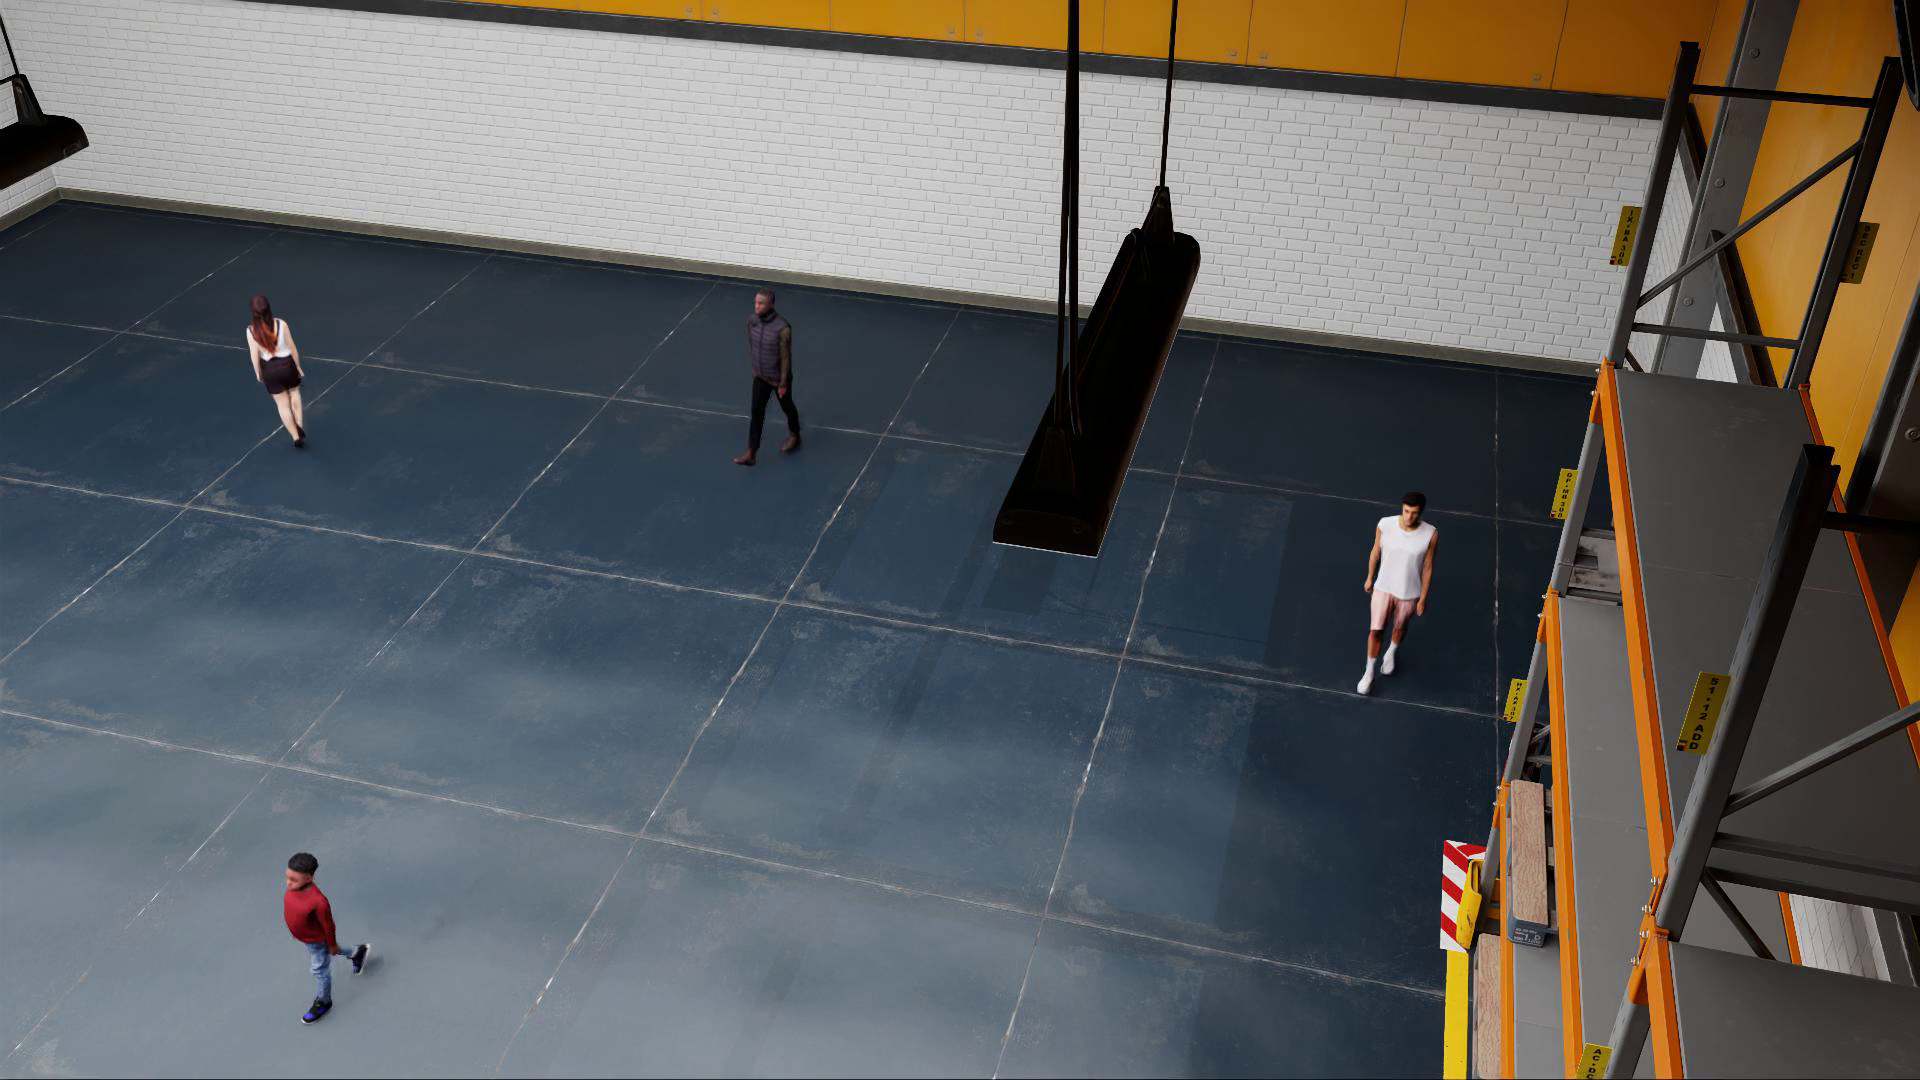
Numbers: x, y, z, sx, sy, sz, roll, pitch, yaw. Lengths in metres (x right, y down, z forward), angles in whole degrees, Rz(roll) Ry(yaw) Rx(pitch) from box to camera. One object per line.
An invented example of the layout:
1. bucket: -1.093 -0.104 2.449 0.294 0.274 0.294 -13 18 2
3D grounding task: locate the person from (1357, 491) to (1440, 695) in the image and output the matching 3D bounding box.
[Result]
1. person: 3.497 0.321 13.176 0.739 1.763 0.945 13 36 18

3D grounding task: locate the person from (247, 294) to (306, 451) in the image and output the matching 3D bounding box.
1. person: -6.599 -1.587 16.161 0.702 1.638 0.761 -17 37 -23

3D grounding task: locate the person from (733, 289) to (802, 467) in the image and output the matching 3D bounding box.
1. person: -1.739 -1.600 16.043 0.971 1.790 1.233 21 39 28

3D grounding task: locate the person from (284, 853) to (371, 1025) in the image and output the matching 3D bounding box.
1. person: -4.022 2.423 10.481 0.715 1.245 0.880 25 41 33
